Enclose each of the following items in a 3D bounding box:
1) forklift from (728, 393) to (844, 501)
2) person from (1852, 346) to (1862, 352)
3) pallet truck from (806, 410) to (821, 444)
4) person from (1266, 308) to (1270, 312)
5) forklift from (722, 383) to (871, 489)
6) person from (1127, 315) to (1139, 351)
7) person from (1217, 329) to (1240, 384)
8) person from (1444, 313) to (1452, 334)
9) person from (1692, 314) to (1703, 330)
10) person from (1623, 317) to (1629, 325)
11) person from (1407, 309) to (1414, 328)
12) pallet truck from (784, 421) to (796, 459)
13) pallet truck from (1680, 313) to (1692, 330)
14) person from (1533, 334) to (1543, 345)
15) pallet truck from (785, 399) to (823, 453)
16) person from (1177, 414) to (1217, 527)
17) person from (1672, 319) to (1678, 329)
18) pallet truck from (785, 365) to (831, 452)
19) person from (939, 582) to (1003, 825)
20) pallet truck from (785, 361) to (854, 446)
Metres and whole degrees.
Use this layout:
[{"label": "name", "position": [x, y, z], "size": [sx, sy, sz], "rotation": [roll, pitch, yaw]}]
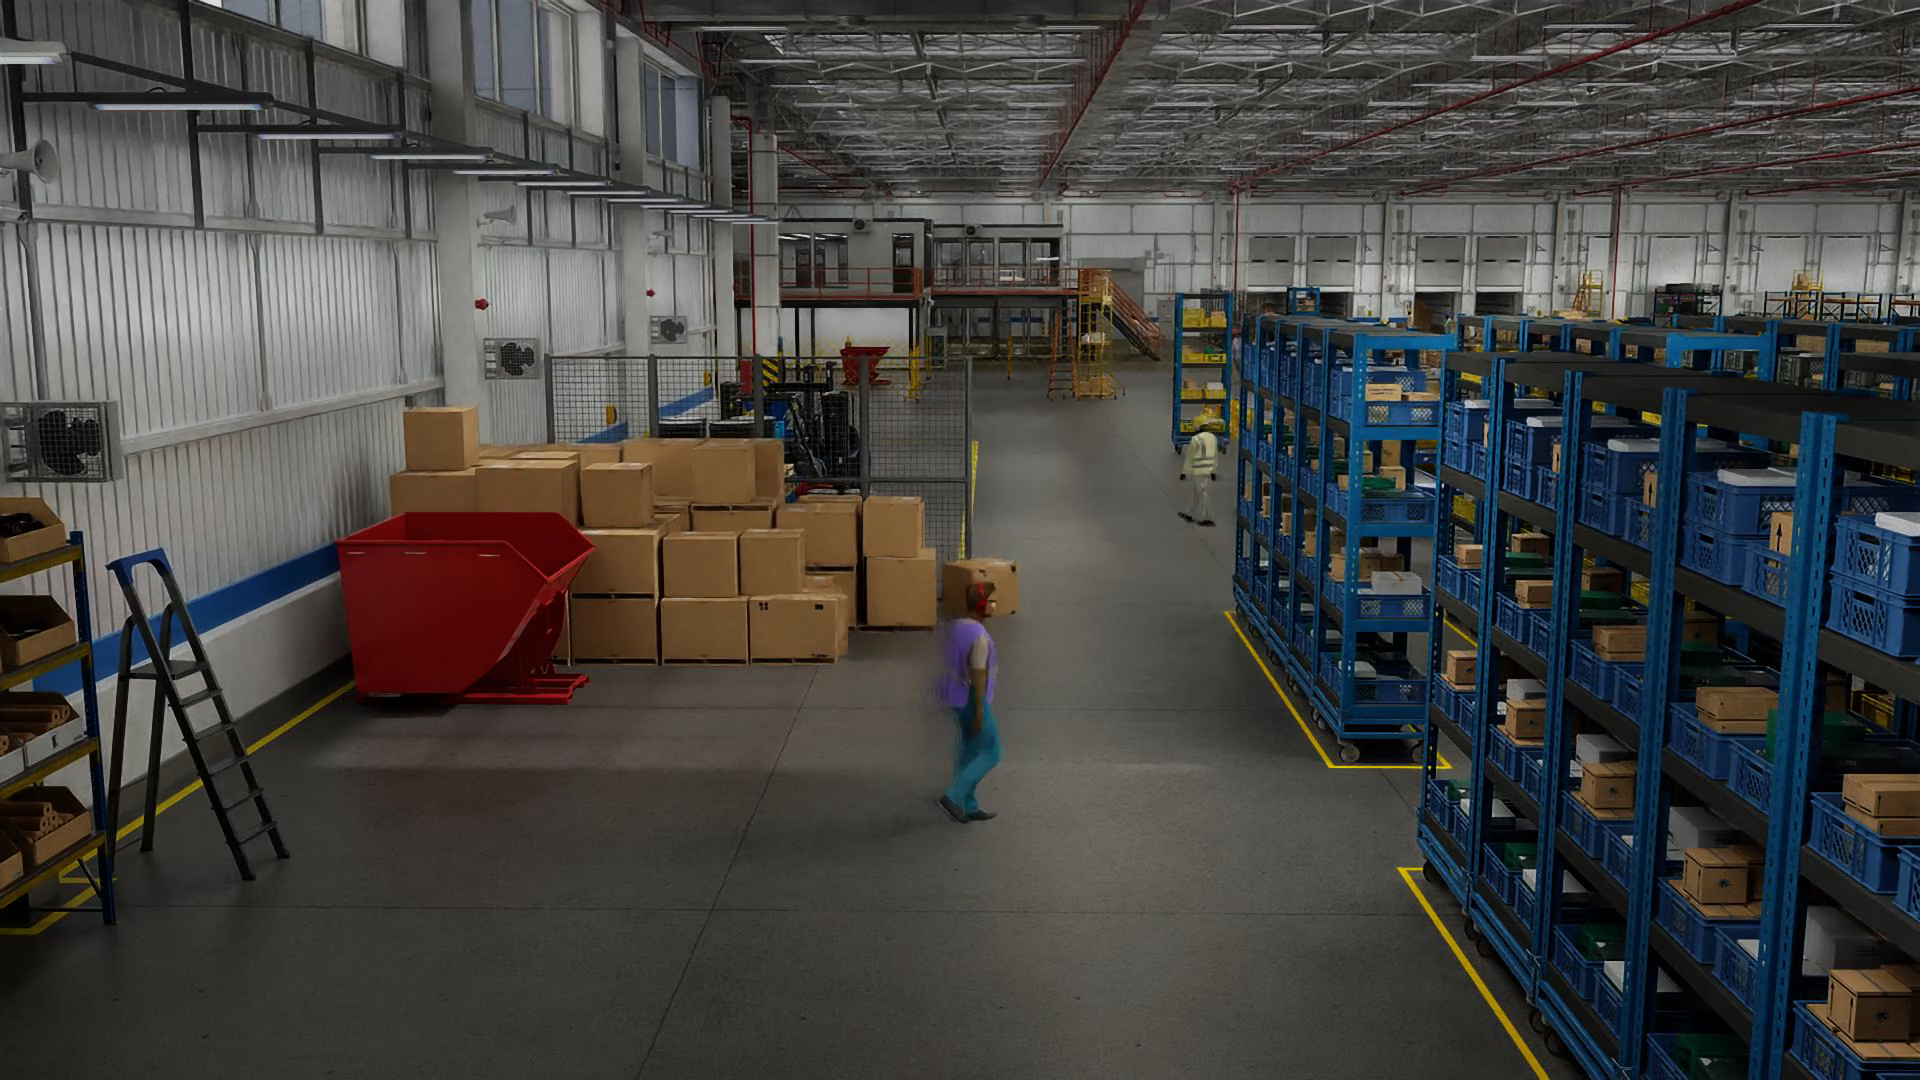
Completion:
[{"label": "forklift", "position": [-2.979, -1.316, 26.476], "size": [2.680, 1.987, 1.157], "rotation": [0, 9, 1]}, {"label": "person", "position": [27.249, -5.008, 50.705], "size": [0.615, 1.818, 0.521], "rotation": [0, 9, 3]}, {"label": "pallet truck", "position": [-3.559, -2.018, 33.905], "size": [1.522, 1.261, 0.704], "rotation": [0, 9, -1]}, {"label": "person", "position": [17.876, -12.485, 96.488], "size": [0.552, 1.933, 0.368], "rotation": [-6, 11, -33]}, {"label": "forklift", "position": [-2.893, -1.687, 28.729], "size": [2.680, 1.987, 1.157], "rotation": [0, 9, -1]}, {"label": "person", "position": [8.863, -10.560, 84.901], "size": [0.621, 1.845, 0.429], "rotation": [5, 11, 30]}, {"label": "person", "position": [9.825, -6.655, 60.314], "size": [0.998, 1.995, 0.642], "rotation": [3, 10, 20]}, {"label": "person", "position": [25.155, -10.759, 85.848], "size": [0.425, 1.938, 0.603], "rotation": [-2, 10, -15]}, {"label": "person", "position": [39.051, -11.057, 88.111], "size": [0.565, 1.825, 0.368], "rotation": [1, 9, 8]}, {"label": "person", "position": [31.088, -9.445, 77.795], "size": [0.588, 1.918, 0.399], "rotation": [4, 10, 24]}, {"label": "person", "position": [25.613, -12.191, 94.737], "size": [0.399, 1.918, 0.591], "rotation": [8, 12, 40]}, {"label": "pallet truck", "position": [-4.013, -1.793, 32.705], "size": [1.601, 1.201, 0.680], "rotation": [0, 9, 1]}, {"label": "pallet truck", "position": [36.315, -10.531, 84.244], "size": [0.823, 1.965, 1.885], "rotation": [-6, 11, -33]}, {"label": "person", "position": [24.127, -8.183, 69.761], "size": [0.612, 1.997, 0.375], "rotation": [0, 9, 1]}, {"label": "pallet truck", "position": [-3.814, -2.432, 36.419], "size": [1.630, 1.274, 0.653], "rotation": [0, 9, 1]}, {"label": "person", "position": [3.797, -1.127, 26.845], "size": [0.883, 1.787, 0.609], "rotation": [8, 12, 41]}, {"label": "person", "position": [36.706, -10.565, 85.408], "size": [0.541, 1.682, 0.393], "rotation": [-8, 12, -42]}, {"label": "pallet truck", "position": [-3.774, -2.976, 37.635], "size": [1.885, 1.965, 0.823], "rotation": [1, 9, 5]}, {"label": "person", "position": [0.098, 1.213, 12.297], "size": [0.432, 1.833, 0.560], "rotation": [-3, 10, -18]}, {"label": "pallet truck", "position": [-3.410, -3.193, 38.978], "size": [1.885, 1.965, 0.823], "rotation": [0, 9, -1]}]
